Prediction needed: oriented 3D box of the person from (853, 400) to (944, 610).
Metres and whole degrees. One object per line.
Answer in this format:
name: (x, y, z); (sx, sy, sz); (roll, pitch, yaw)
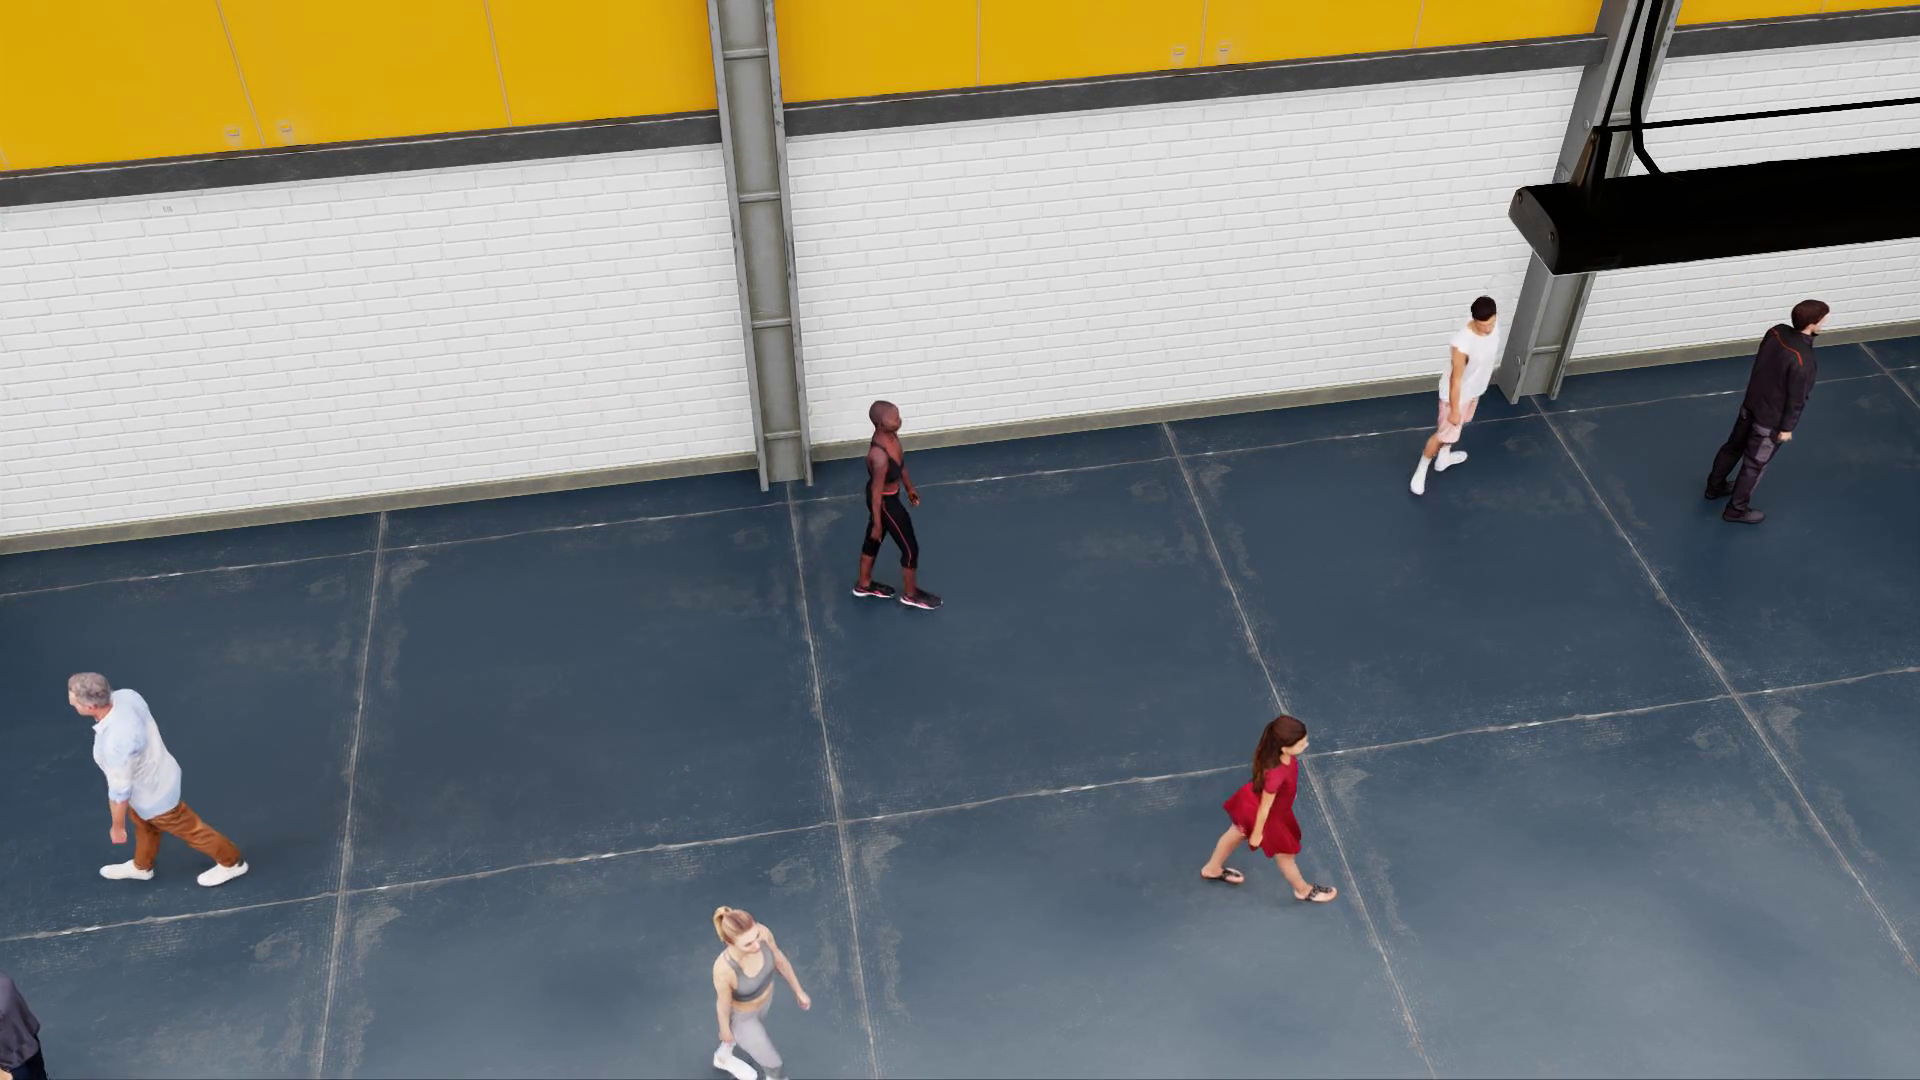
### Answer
person: (-0.596, -0.241, 11.150); (0.910, 1.742, 0.686); (0, 44, 0)

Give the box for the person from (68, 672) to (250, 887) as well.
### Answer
person: (-4.482, 1.380, 9.412); (1.081, 1.791, 0.796); (-14, 45, -14)

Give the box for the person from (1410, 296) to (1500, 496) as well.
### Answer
person: (3.663, -1.149, 12.095); (0.908, 1.752, 0.810); (17, 46, 17)

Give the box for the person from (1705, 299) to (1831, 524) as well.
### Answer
person: (5.731, -0.931, 11.804); (0.547, 1.838, 0.714); (-6, 44, -6)

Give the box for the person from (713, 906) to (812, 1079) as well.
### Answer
person: (-1.135, 2.352, 8.488); (1.136, 1.660, 1.013); (20, 47, 20)

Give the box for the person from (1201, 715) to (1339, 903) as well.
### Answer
person: (1.665, 1.521, 9.468); (1.088, 1.510, 0.795); (7, 44, 8)
